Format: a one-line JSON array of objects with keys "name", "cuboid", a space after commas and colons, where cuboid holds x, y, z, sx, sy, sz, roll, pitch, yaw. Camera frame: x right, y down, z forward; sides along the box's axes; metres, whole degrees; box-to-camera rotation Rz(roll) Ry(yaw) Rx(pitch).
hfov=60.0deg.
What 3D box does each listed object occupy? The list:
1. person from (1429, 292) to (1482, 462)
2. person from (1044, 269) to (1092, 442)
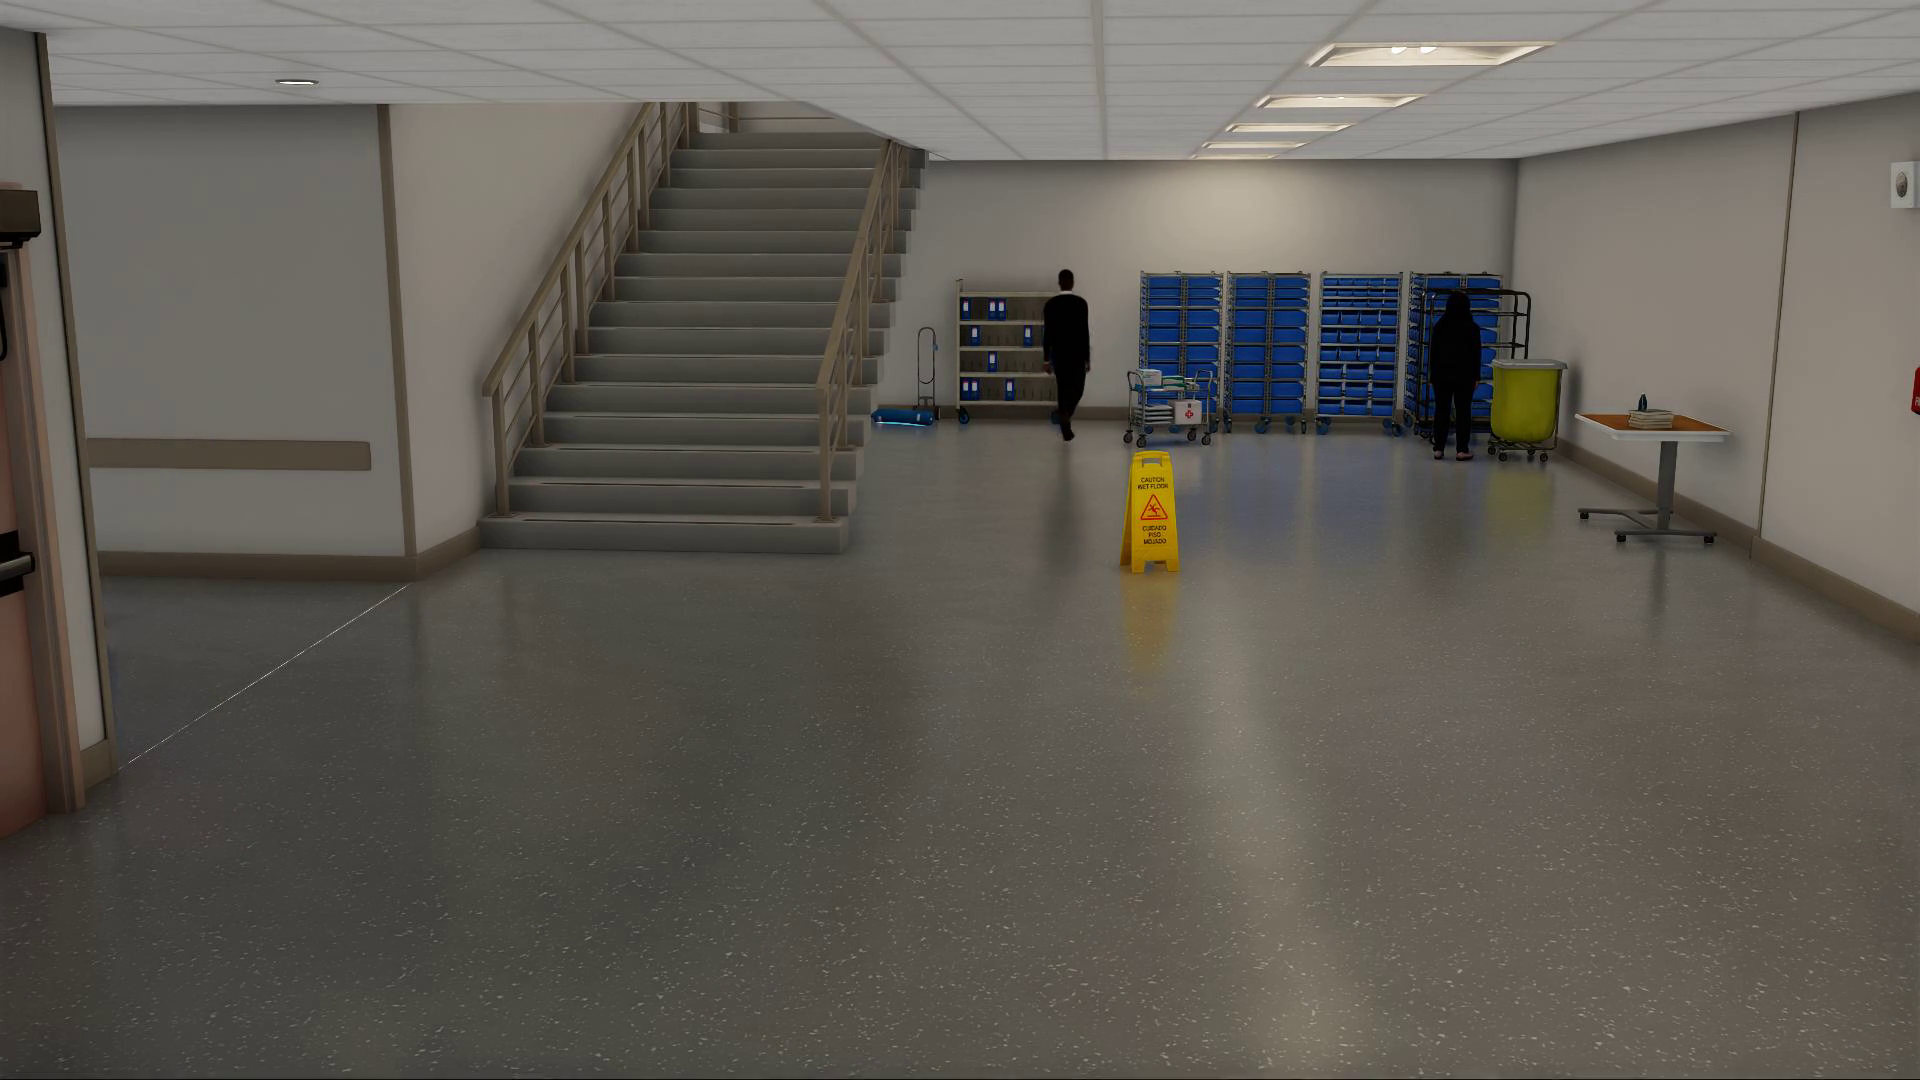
[{"name": "person", "cuboid": [4.807, -1.594, 16.178, 0.749, 1.615, 0.766, 6, 12, 29]}, {"name": "person", "cuboid": [1.111, -1.890, 17.269, 0.769, 1.789, 1.041, 3, 11, 15]}]
